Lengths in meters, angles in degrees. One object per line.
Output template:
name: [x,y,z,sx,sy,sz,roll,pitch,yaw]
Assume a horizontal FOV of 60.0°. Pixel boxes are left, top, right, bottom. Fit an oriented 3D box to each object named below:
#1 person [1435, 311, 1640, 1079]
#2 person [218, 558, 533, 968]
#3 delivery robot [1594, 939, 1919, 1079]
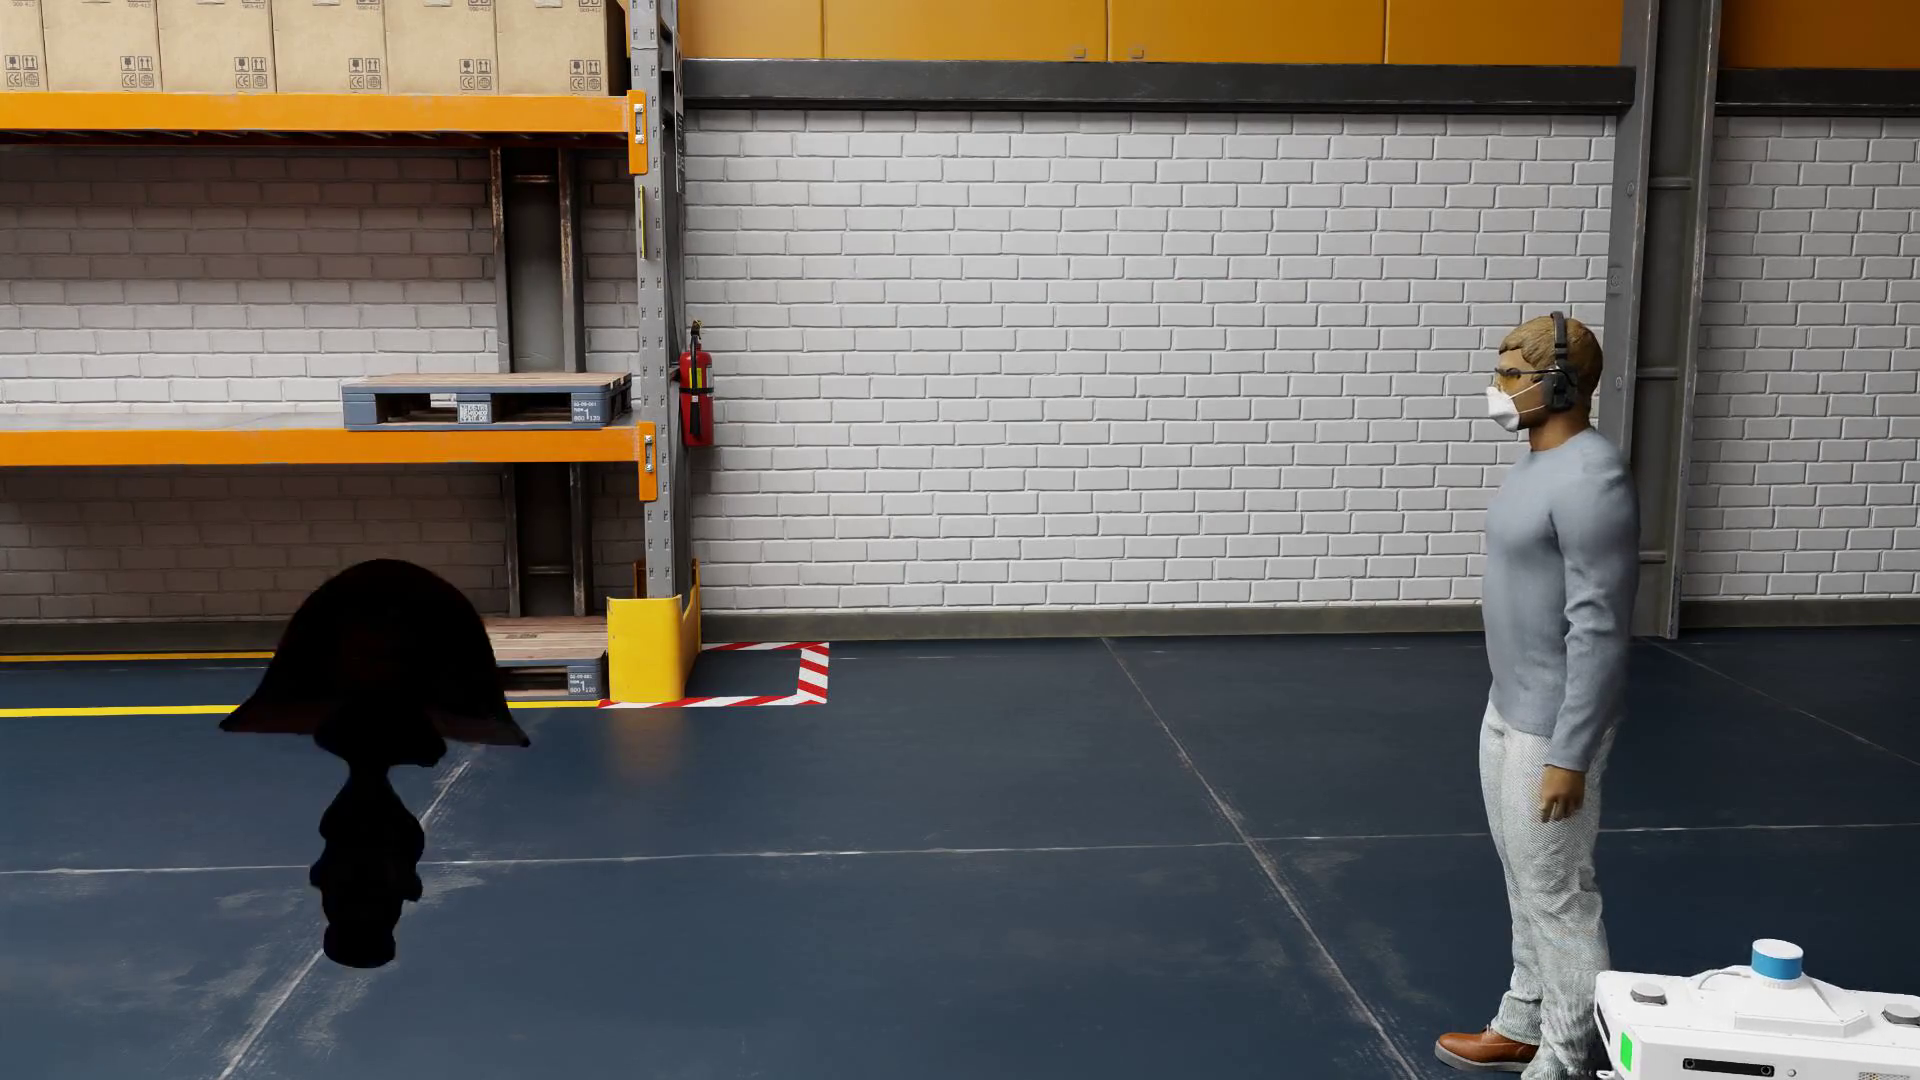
person: [1.384,0.434,3.954,0.356,1.938,0.638,1,9,6]
person: [-0.353,0.915,0.983,0.565,1.919,0.451,-2,9,-10]
delivery robot: [1.779,1.124,3.659,0.707,0.478,0.477,2,9,12]
